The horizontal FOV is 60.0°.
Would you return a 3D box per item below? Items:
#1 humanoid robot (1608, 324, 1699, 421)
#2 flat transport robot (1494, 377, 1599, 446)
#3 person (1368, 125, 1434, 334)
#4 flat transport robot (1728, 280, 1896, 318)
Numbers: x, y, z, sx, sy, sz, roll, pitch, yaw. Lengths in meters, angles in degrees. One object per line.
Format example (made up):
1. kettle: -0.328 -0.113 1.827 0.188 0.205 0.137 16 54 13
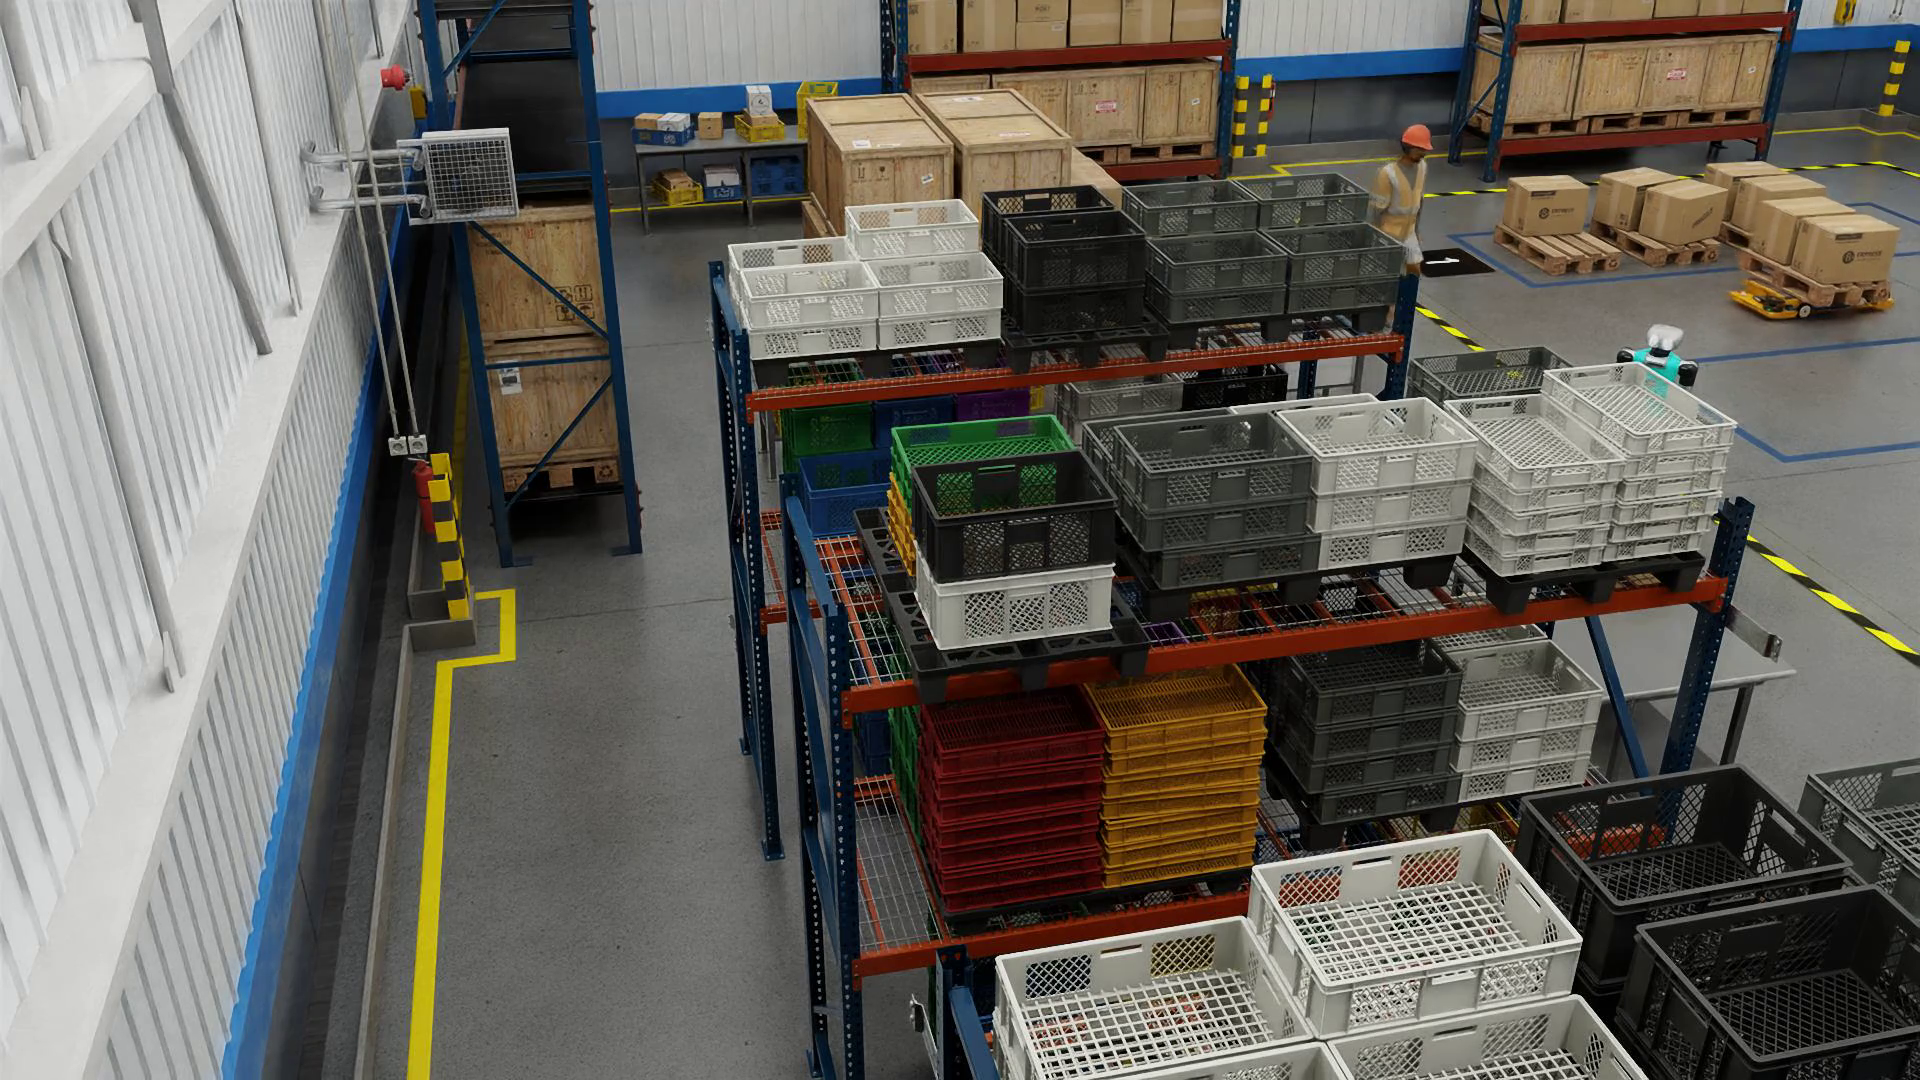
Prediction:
1. humanoid robot: 4.880 -0.778 11.809 0.533 1.672 0.735 16 32 28
2. flat transport robot: 4.780 -1.036 14.013 0.659 0.231 1.431 -6 28 -12
3. person: 4.114 -2.866 15.605 0.707 2.017 0.674 -14 31 -25
4. flat transport robot: 8.569 -2.476 16.714 1.431 0.197 0.652 -6 28 -12
